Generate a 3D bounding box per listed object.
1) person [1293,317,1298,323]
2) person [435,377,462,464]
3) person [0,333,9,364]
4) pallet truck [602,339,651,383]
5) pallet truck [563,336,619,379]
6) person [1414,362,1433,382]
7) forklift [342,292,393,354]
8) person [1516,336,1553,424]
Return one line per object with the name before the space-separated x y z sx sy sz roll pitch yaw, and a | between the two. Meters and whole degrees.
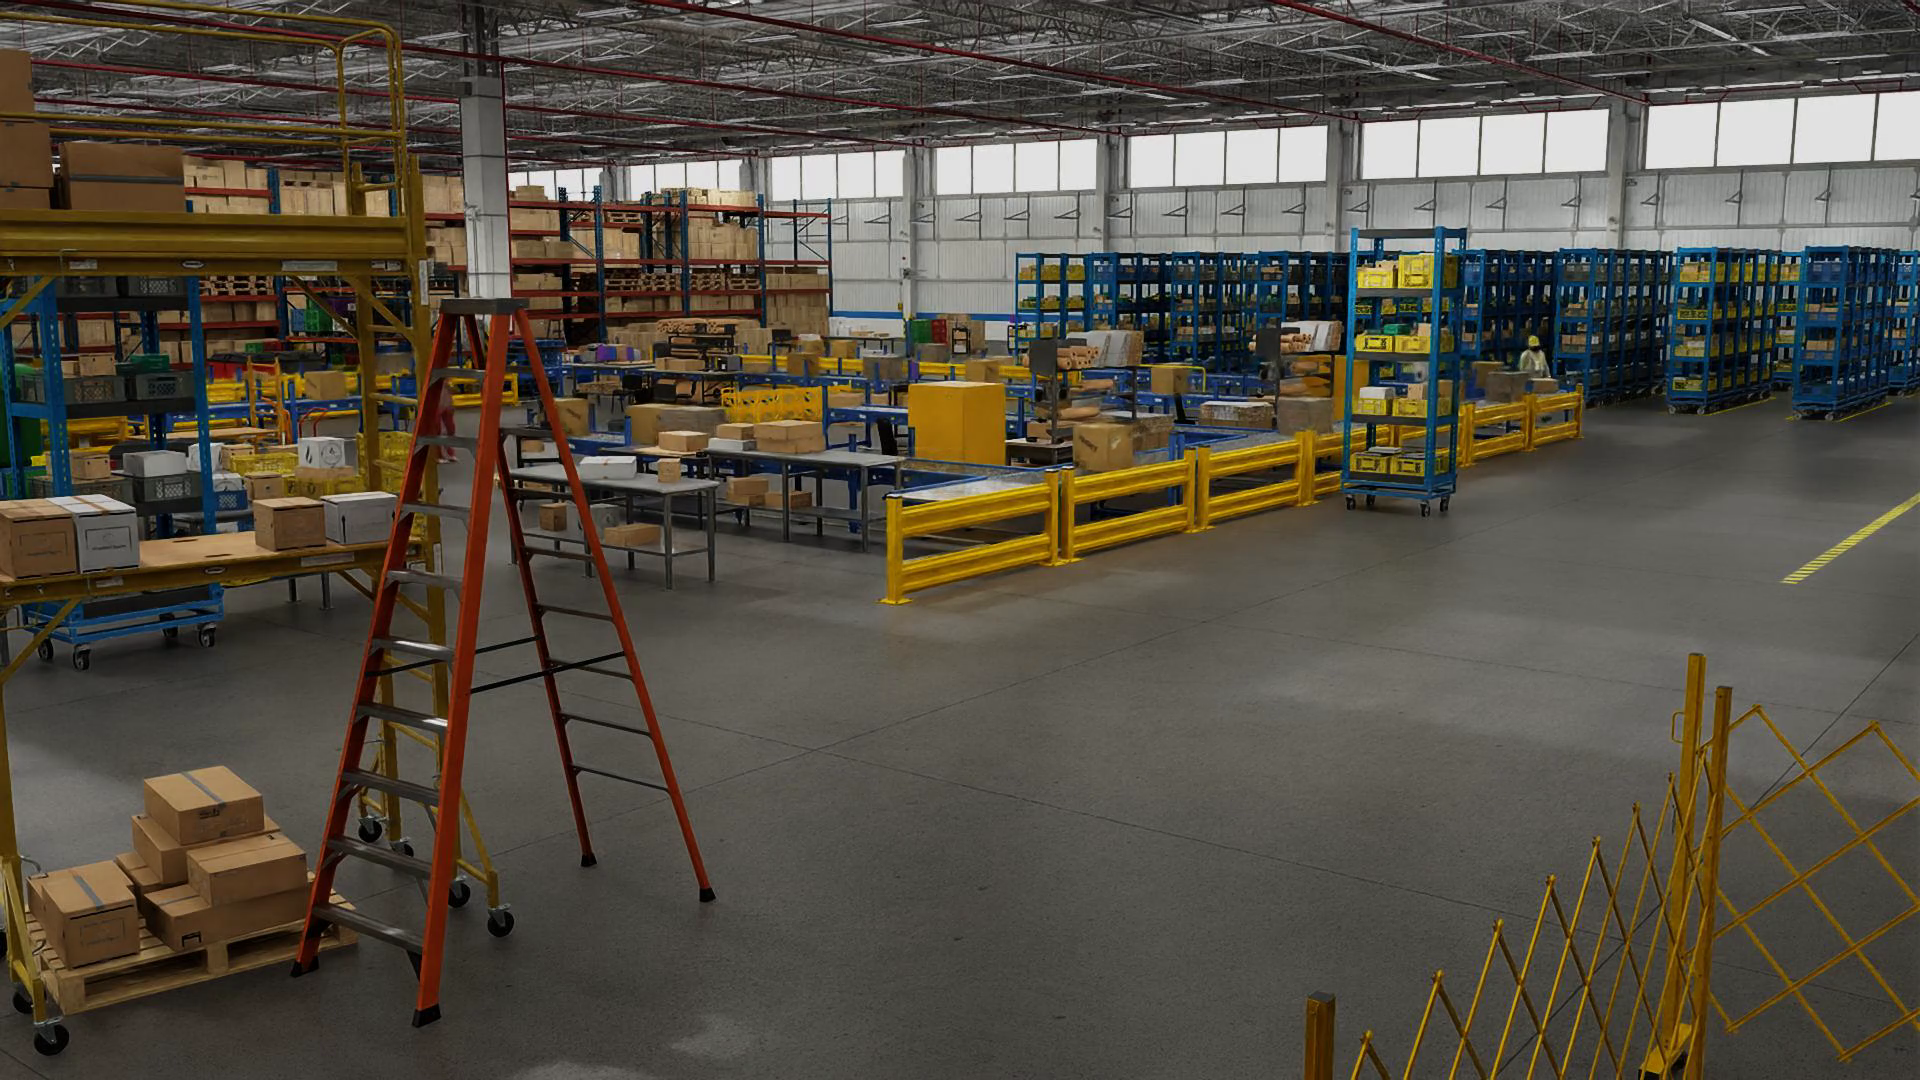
person | 10.262 -6.052 50.605 0.415 1.985 0.611 7 11 36
person | -8.299 -2.097 26.610 0.359 1.758 0.547 6 11 34
person | -24.615 -4.620 42.751 0.362 1.621 0.516 4 10 23
pallet truck | -8.991 -4.871 45.351 0.653 1.274 1.630 7 11 37
pallet truck | -10.690 -5.294 48.215 1.601 1.201 0.680 -5 10 -26
person | 10.136 -3.711 36.271 0.657 1.893 0.415 -8 12 -42
forklift | -16.485 -5.622 45.120 1.129 2.768 1.873 7 11 37
person | 11.670 -3.245 33.750 0.606 1.762 0.964 -6 11 -35
